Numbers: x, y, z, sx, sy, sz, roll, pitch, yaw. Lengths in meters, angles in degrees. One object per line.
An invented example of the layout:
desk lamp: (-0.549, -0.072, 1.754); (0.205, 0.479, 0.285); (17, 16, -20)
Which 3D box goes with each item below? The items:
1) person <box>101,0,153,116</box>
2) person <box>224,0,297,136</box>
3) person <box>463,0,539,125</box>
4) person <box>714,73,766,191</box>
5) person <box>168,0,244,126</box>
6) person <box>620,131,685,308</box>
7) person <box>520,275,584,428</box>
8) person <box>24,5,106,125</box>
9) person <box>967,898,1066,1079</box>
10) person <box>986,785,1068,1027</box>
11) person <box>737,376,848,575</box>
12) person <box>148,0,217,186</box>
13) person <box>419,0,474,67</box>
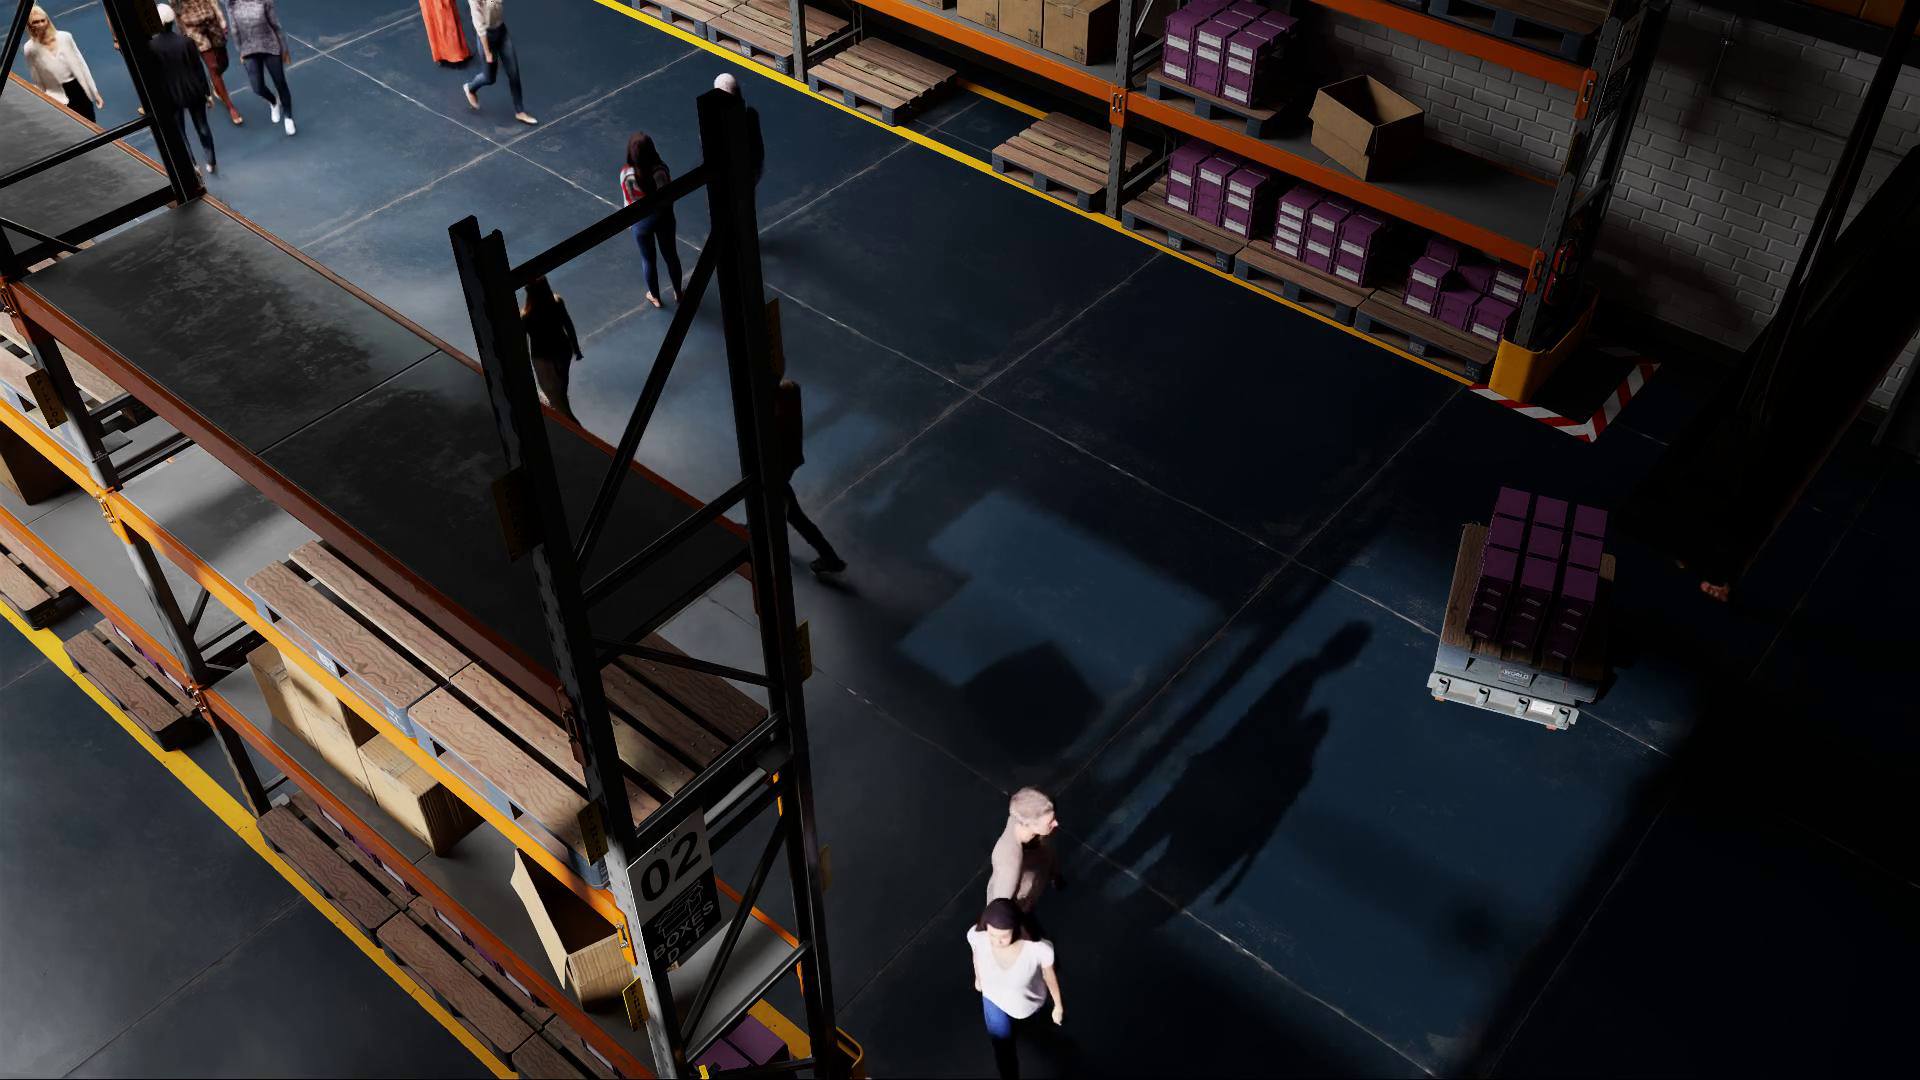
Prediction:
person: (-8.101, -4.994, 16.257); (0.625, 1.724, 0.663); (16, 46, 16)
person: (-6.717, -4.761, 16.014); (0.782, 1.722, 0.834); (-10, 44, -10)
person: (-4.594, -4.845, 16.114); (1.048, 1.706, 0.677); (21, 48, 21)
person: (-1.946, -3.254, 14.507); (0.797, 1.618, 0.849); (-7, 44, -8)
person: (-7.386, -4.980, 16.211); (0.662, 1.766, 0.982); (-33, 53, -30)
person: (-2.571, -2.685, 13.913); (0.663, 1.614, 0.672); (-13, 45, -13)
person: (-3.008, -1.298, 12.477); (0.647, 1.587, 1.040); (-34, 53, -31)
person: (-8.108, -4.011, 15.157); (1.171, 1.818, 0.660); (34, 53, 30)
person: (0.296, 2.299, 8.663); (1.170, 1.638, 1.064); (6, 44, 6)
person: (0.217, 1.920, 8.910); (0.911, 1.847, 0.839); (13, 45, 14)
person: (-1.176, -0.476, 11.452); (1.294, 1.810, 0.892); (18, 47, 18)
person: (-7.196, -4.030, 15.319); (0.931, 1.771, 1.019); (-20, 47, -19)
person: (-5.376, -5.717, 16.960); (0.678, 1.801, 0.788); (8, 44, 8)
